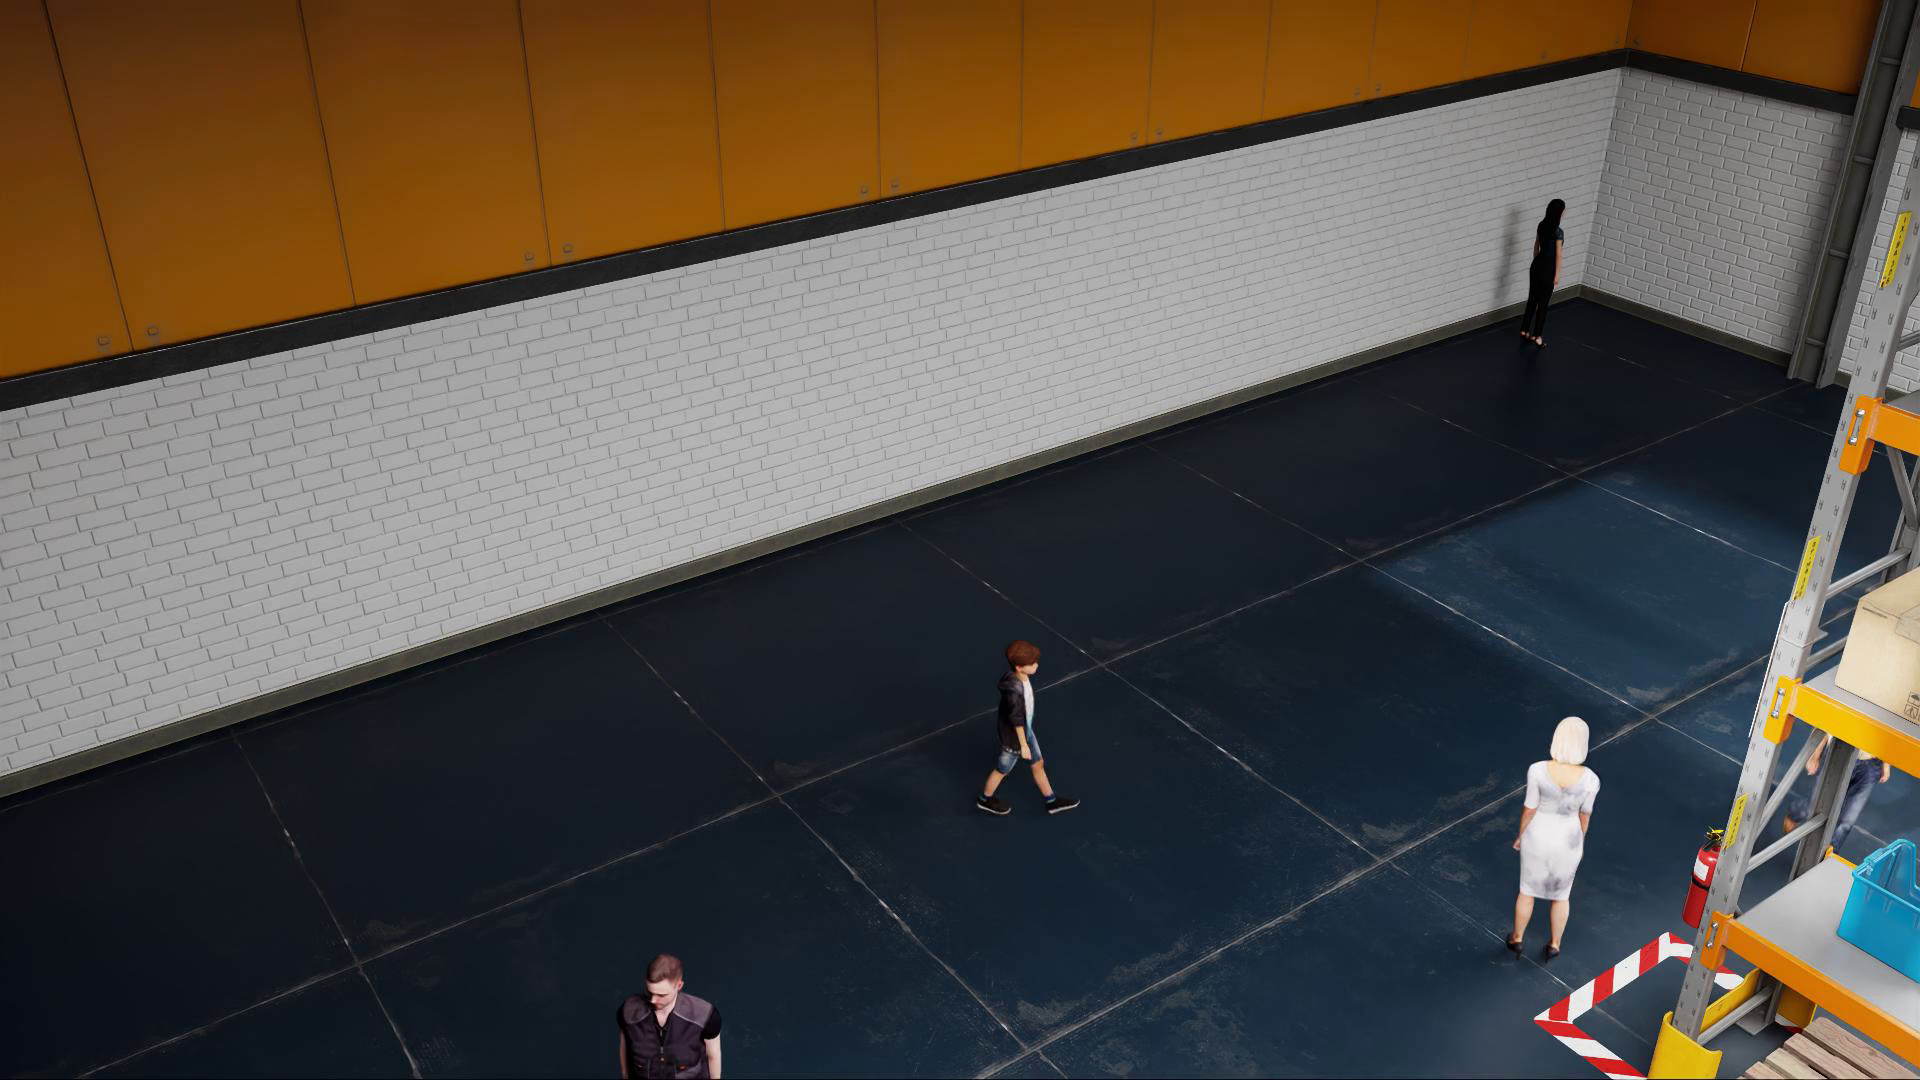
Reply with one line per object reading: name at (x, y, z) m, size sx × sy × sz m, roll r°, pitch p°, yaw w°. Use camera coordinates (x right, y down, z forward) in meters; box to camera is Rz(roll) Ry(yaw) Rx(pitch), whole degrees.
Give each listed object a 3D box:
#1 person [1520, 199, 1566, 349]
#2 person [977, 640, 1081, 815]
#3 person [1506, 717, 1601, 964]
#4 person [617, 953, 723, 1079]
person at (6.707, -3.073, 19.097) m, size 0.658 × 1.736 × 0.503 m, roll -11°, pitch 31°, yaw -20°
person at (0.323, 1.316, 11.392) m, size 1.001 × 1.409 × 0.912 m, roll 6°, pitch 29°, yaw 11°
person at (3.593, 1.835, 10.086) m, size 0.627 × 1.749 × 0.706 m, roll 8°, pitch 30°, yaw 14°
person at (-1.428, 2.749, 8.314) m, size 0.776 × 1.842 × 0.812 m, roll 2°, pitch 29°, yaw 4°
